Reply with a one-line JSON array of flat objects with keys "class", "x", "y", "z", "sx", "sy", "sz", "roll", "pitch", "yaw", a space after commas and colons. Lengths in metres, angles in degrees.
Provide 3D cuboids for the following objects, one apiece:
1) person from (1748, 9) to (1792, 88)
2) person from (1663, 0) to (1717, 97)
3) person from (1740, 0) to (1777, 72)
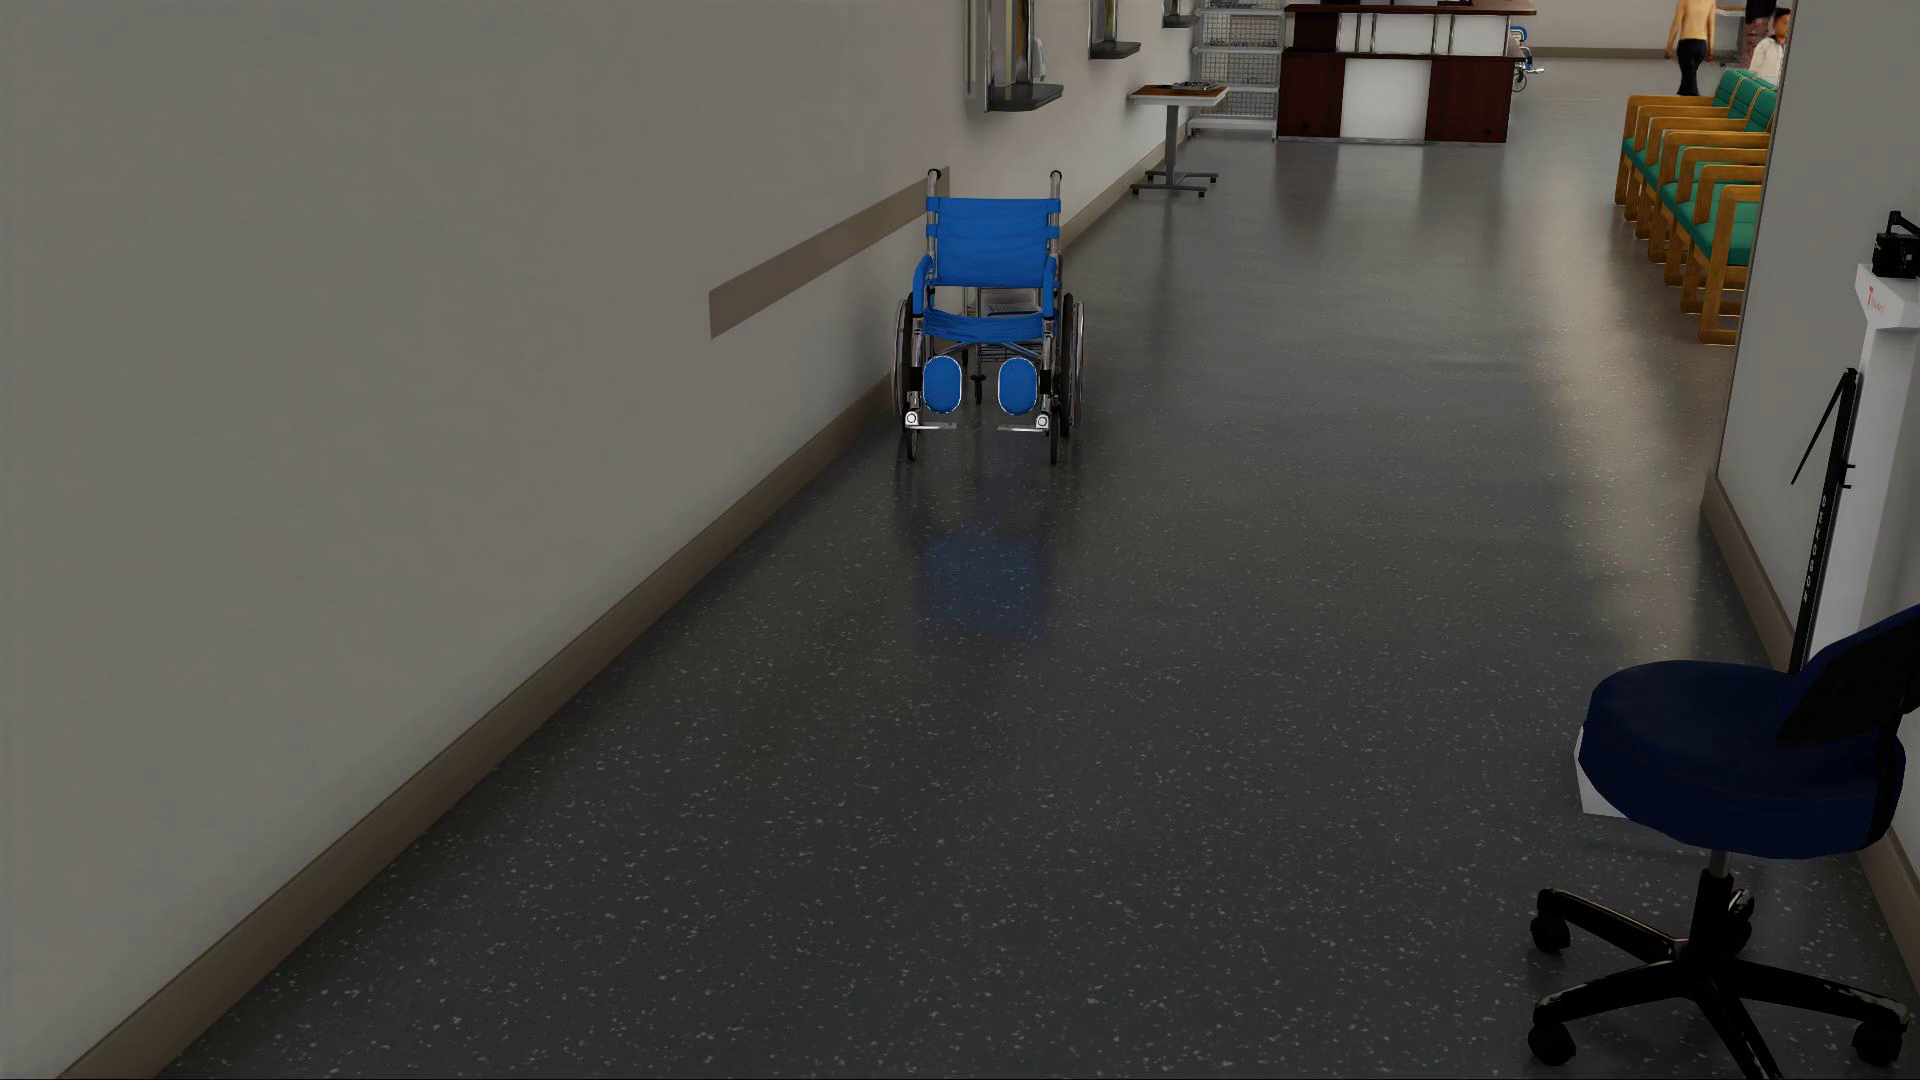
[{"class": "person", "x": 6.981, "y": -3.848, "z": 14.419, "sx": 0.736, "sy": 1.443, "sz": 0.789, "roll": -2, "pitch": 21, "yaw": -5}, {"class": "person", "x": 7.900, "y": -5.244, "z": 17.859, "sx": 1.129, "sy": 1.615, "sz": 0.943, "roll": -3, "pitch": 21, "yaw": -7}, {"class": "person", "x": 10.087, "y": -6.600, "z": 21.005, "sx": 0.668, "sy": 1.924, "sz": 0.758, "roll": 12, "pitch": 24, "yaw": 28}]
